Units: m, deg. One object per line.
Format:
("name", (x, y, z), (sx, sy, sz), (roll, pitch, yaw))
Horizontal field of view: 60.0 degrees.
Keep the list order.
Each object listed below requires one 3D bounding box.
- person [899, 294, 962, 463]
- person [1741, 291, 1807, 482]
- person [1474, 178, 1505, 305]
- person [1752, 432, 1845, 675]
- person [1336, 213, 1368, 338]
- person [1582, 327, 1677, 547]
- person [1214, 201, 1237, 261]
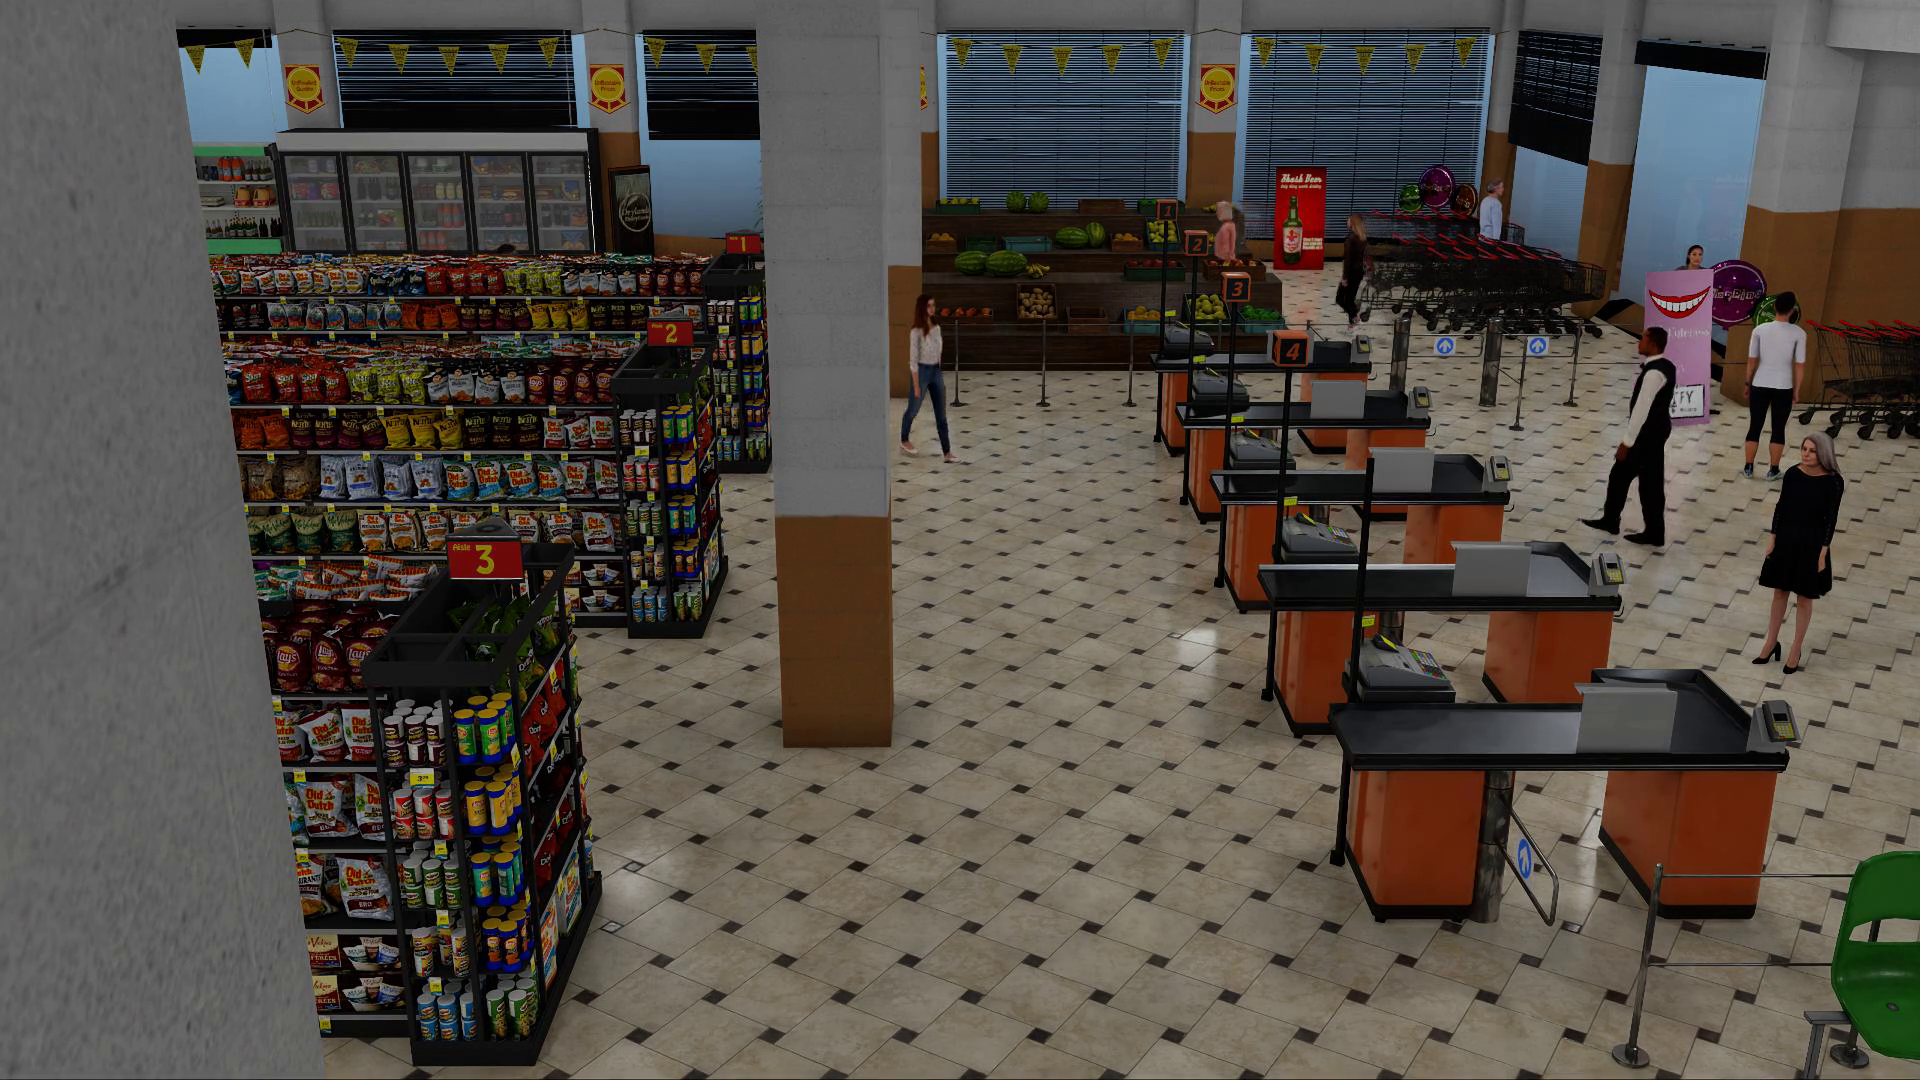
("person", (-0.404, -1.620, 16.819), (1.137, 1.680, 1.130), (-15, 24, -37))
("person", (7.911, -1.499, 16.193), (0.712, 1.851, 0.812), (12, 22, 33))
("person", (7.957, -4.490, 25.000), (0.569, 1.893, 0.676), (-1, 19, -3))
("person", (5.888, 0.084, 11.665), (0.742, 1.746, 0.704), (-13, 23, -34))
("person", (5.400, -3.578, 22.617), (0.843, 1.685, 0.784), (17, 25, 40))
("person", (5.980, -0.855, 14.212), (1.103, 1.897, 0.990), (10, 21, 28))
("person", (3.880, -3.945, 23.736), (1.228, 1.666, 0.904), (7, 20, 20))
